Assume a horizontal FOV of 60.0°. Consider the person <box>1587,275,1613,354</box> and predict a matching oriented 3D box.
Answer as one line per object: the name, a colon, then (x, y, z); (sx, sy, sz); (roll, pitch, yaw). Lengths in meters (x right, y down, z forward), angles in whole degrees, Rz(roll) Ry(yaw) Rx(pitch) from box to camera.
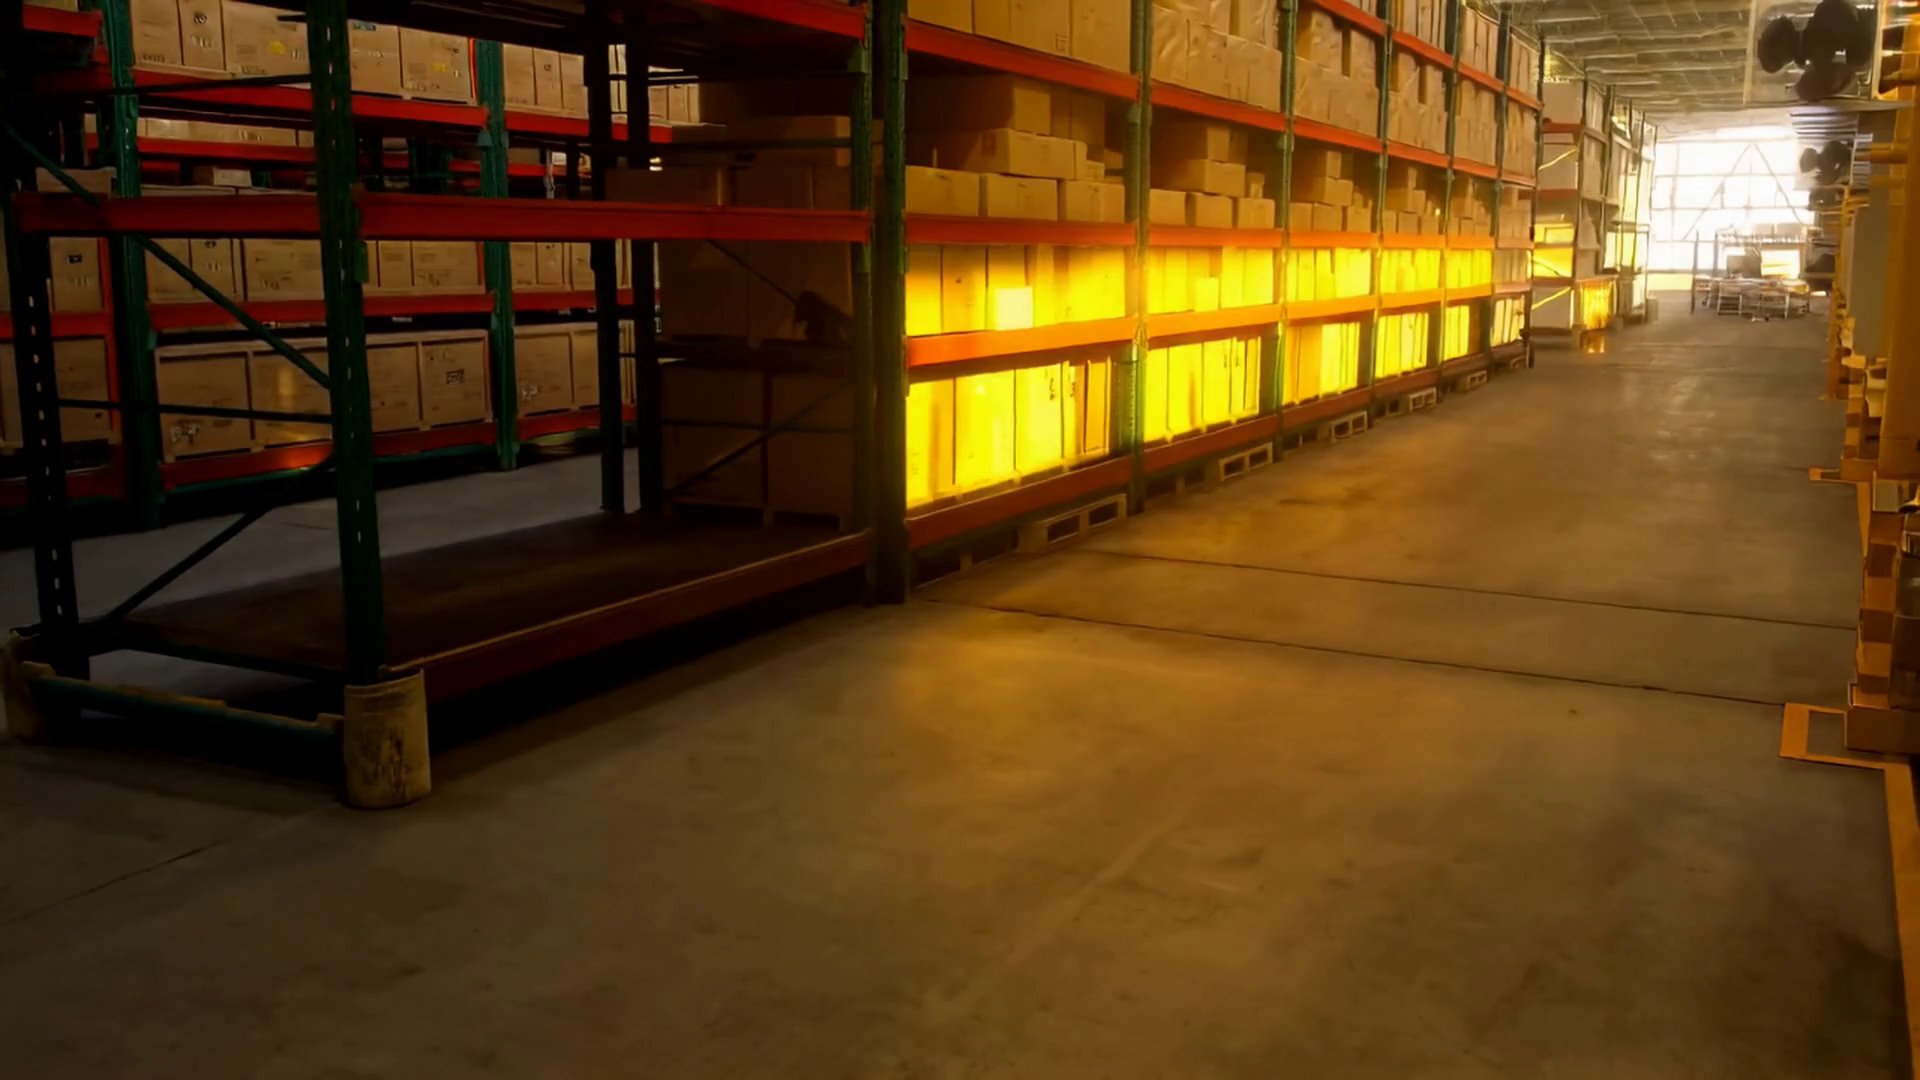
person: (13.789, -4.850, 35.845); (0.540, 1.695, 0.317); (-1, 10, -4)
